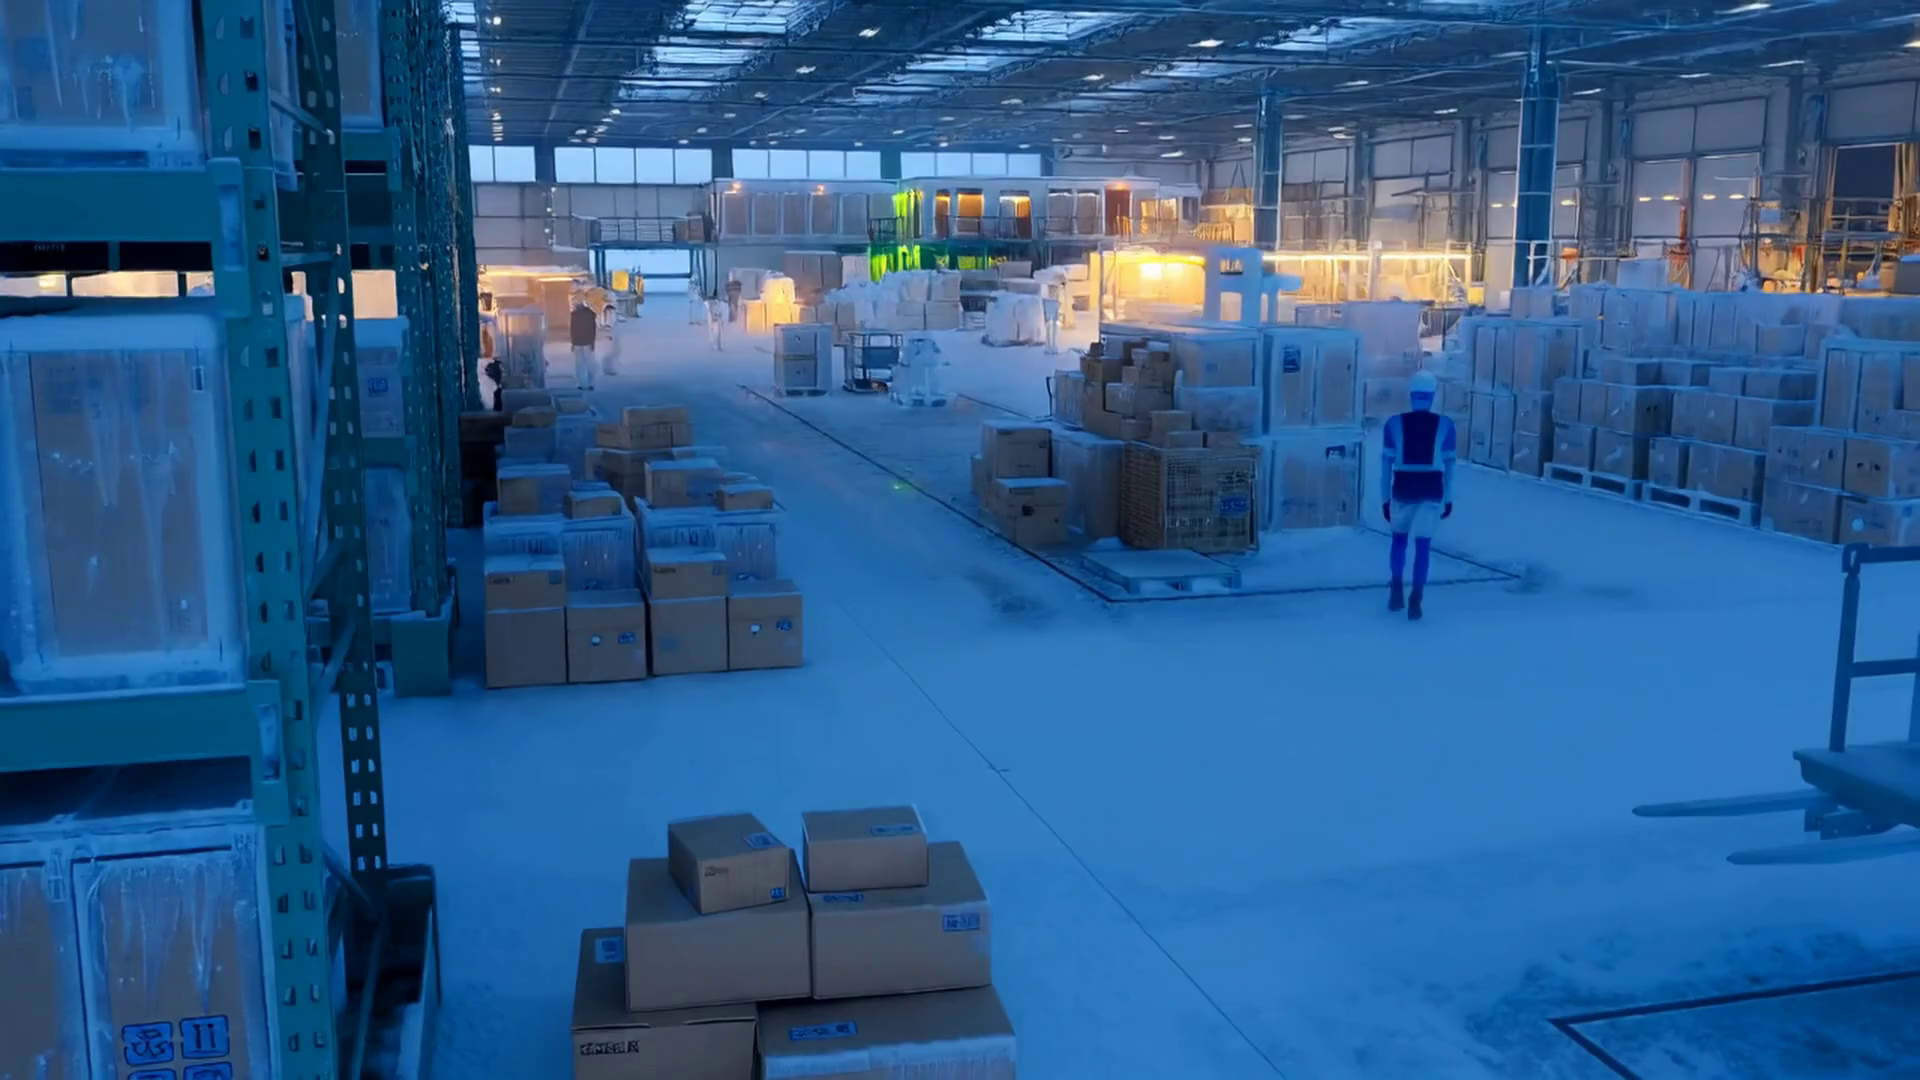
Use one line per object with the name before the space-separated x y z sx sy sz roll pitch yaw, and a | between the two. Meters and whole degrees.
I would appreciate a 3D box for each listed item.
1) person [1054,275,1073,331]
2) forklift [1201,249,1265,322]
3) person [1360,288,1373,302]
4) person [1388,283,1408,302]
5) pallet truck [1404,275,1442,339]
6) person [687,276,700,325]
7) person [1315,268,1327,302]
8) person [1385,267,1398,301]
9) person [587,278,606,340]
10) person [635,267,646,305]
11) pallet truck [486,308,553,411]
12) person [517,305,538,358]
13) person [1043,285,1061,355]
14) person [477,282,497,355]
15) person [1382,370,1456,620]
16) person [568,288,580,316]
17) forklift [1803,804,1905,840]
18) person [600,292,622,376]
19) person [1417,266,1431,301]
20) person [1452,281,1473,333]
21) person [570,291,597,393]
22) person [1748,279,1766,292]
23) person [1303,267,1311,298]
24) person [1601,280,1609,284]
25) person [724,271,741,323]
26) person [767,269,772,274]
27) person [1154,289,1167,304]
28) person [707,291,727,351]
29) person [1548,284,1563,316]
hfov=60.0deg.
person | 3.481 -7.989 56.217 0.804 1.884 0.593 -6 12 -32
forklift | 3.907 -2.812 24.098 1.873 2.768 1.129 -8 13 -38
person | 9.657 -5.051 39.620 1.041 1.891 0.631 -2 10 -11
person | 10.236 -5.015 38.950 0.634 2.000 0.699 -2 10 -10
pallet truck | 14.620 -7.324 52.145 0.823 1.965 1.885 8 13 40
person | -9.796 -8.800 61.160 0.312 1.768 0.522 9 13 41
person | 17.209 -12.064 79.468 0.431 1.835 0.620 -9 14 -43
person | 20.554 -12.045 79.186 0.607 1.894 1.016 -4 11 -20
person | -11.224 -7.128 51.294 0.628 1.907 0.591 0 10 2
person | -15.747 -12.495 81.863 0.507 1.844 0.345 7 12 35
pallet truck | -6.242 -2.418 24.362 0.823 1.965 1.885 1 10 3
person | -9.074 -4.155 35.181 0.536 1.658 0.824 8 13 39
person | 2.448 -5.829 44.080 0.509 1.860 0.334 7 12 34
person | -12.557 -5.869 44.076 0.552 1.936 0.359 -6 12 -31
person | 3.575 -0.367 12.996 0.548 1.905 0.807 3 10 17
person | -11.833 -6.989 51.384 0.509 1.591 0.821 -4 11 -20
forklift | 5.138 0.111 7.543 1.873 2.768 1.129 -3 10 -15
person | -7.696 -4.521 36.642 0.448 1.874 0.580 -6 12 -31
person | 21.108 -11.440 75.560 0.629 1.968 0.890 0 10 2
person | 15.535 -7.113 51.470 0.652 1.820 0.593 7 12 36
person | -7.415 -3.882 32.663 0.622 1.992 0.377 5 11 27
person | 23.698 -6.820 49.549 0.586 1.911 0.515 4 11 23
person | 16.351 -12.011 78.946 0.816 1.907 0.550 4 11 19
person | 18.729 -6.603 48.394 1.054 1.874 0.637 -5 11 -27
person | -8.528 -9.102 62.327 0.638 1.952 0.554 -2 10 -9
person | -8.038 -10.469 70.237 0.619 1.895 0.613 -1 10 -4
person | 4.642 -4.853 38.481 1.036 1.890 0.651 -5 11 -24
person | -6.719 -6.040 45.911 0.532 1.638 0.333 2 10 13
person | 15.396 -5.748 43.538 0.612 1.876 0.954 -1 10 -6
